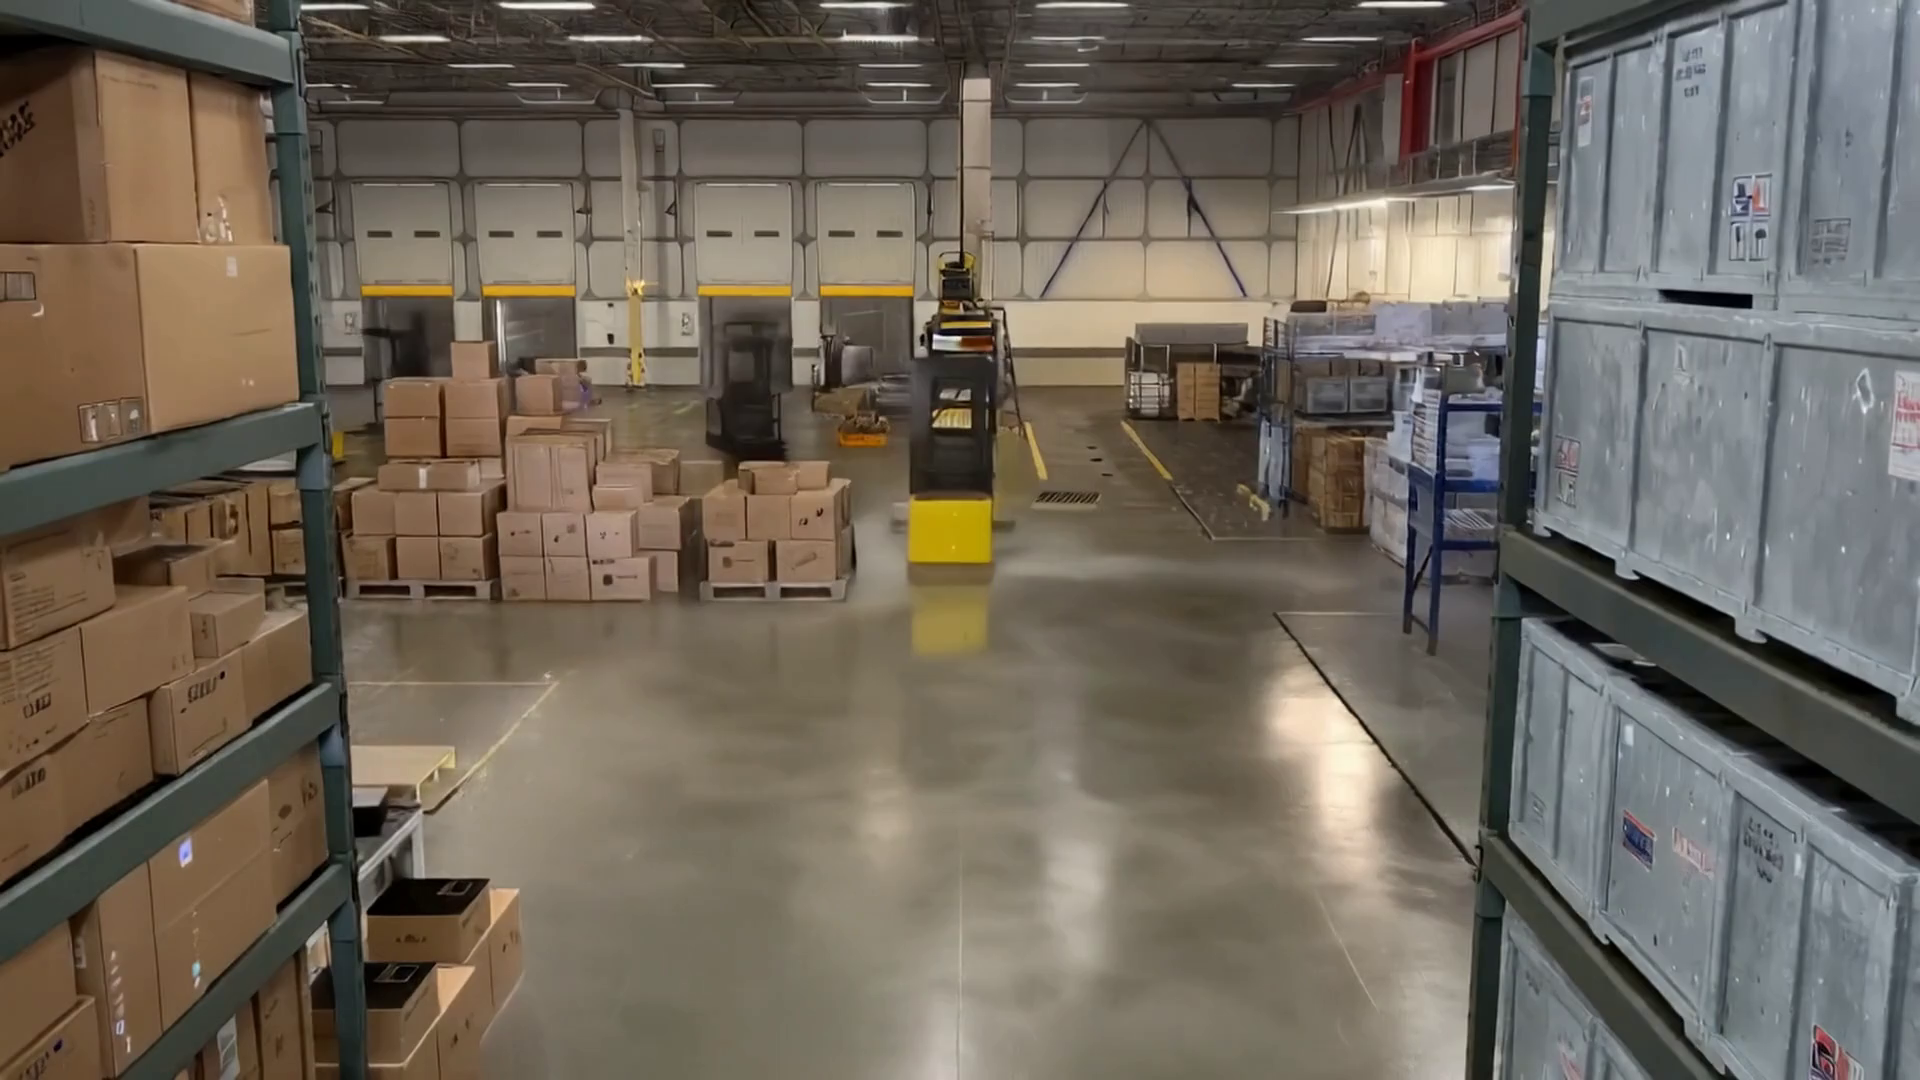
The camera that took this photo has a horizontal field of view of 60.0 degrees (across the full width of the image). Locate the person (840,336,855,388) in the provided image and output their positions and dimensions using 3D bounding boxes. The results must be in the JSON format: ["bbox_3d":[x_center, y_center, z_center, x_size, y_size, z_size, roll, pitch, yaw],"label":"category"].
[{"bbox_3d":[-2.922,-4.500,44.459,0.773,1.919,0.566,5,11,28],"label":"person"}]

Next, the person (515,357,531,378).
[{"bbox_3d":[-9.312,-2.938,35.409,0.531,1.922,0.634,-4,10,-20],"label":"person"}]

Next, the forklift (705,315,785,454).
[{"bbox_3d":[-4.554,-3.289,34.675,1.129,2.768,1.873,-5,11,-27],"label":"forklift"}]

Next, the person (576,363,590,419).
[{"bbox_3d":[-8.619,-3.203,37.808,0.526,1.626,0.518,0,10,2],"label":"person"}]

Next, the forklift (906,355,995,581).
[{"bbox_3d":[-0.117,-0.973,21.318,1.129,2.768,1.873,0,10,1],"label":"forklift"}]

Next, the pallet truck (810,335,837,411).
[{"bbox_3d":[-3.021,-4.312,43.126,1.885,1.965,0.823,3,10,17],"label":"pallet truck"}]

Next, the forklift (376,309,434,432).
[{"bbox_3d":[-12.349,-3.849,37.908,1.873,2.768,1.129,-8,13,-40],"label":"forklift"}]
